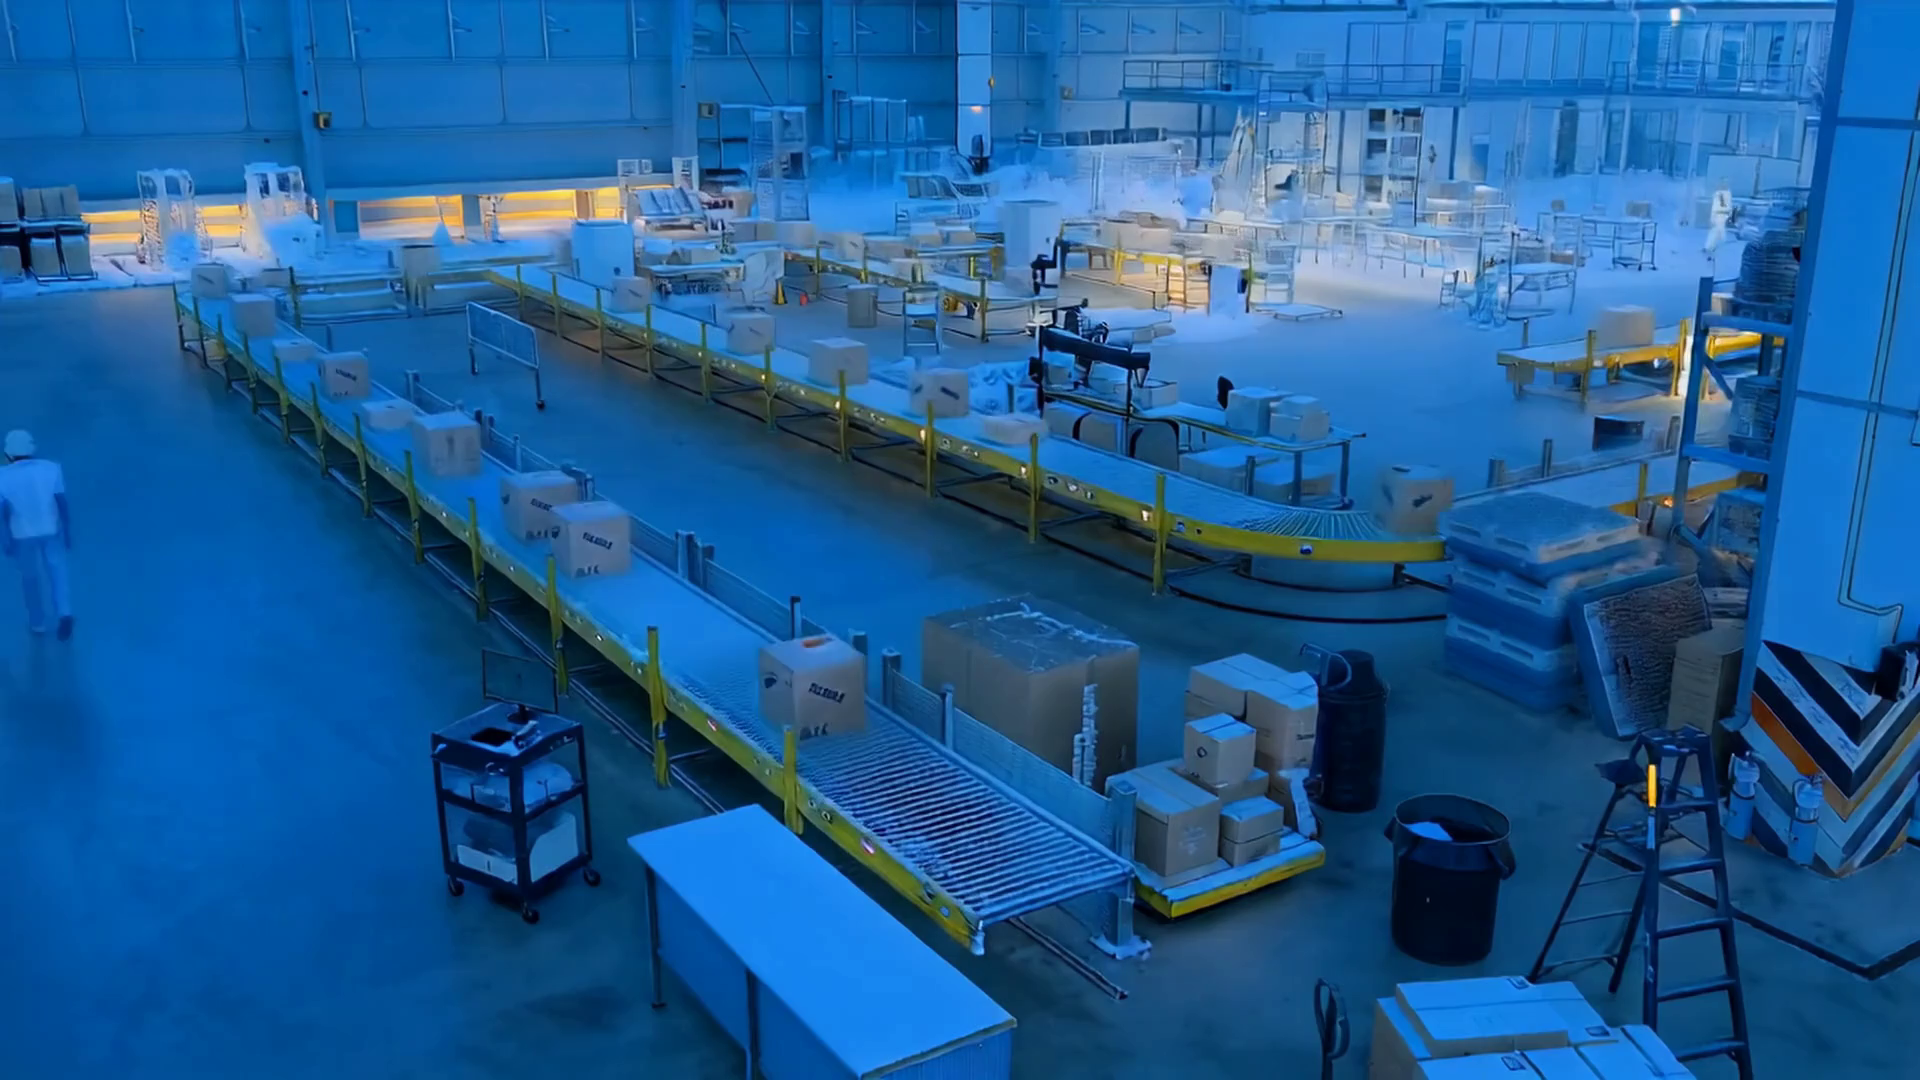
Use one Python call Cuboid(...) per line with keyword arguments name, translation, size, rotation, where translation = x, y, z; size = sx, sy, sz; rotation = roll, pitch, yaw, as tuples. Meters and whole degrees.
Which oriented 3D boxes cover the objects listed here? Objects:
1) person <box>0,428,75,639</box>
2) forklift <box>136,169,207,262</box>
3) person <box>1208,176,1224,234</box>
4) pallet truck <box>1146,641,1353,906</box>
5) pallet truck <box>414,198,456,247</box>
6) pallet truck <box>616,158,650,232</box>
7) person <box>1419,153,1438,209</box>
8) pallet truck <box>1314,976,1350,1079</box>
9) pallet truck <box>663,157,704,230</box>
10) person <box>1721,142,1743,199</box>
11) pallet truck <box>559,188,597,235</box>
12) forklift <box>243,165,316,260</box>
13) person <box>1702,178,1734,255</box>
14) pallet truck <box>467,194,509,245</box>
Cuboid(name="person", translation=(-7.848, -0.034, 14.164), size=(0.574, 1.814, 0.754), rotation=(-12, 21, -36))
Cuboid(name="forklift", translation=(-17.842, -7.318, 37.559), size=(1.157, 1.987, 2.680), rotation=(-10, 20, -31))
Cuboid(name="person", translation=(6.182, -7.814, 39.969), size=(0.445, 1.853, 0.537), rotation=(3, 17, 10))
Cuboid(name="pallet truck", translation=(1.664, 1.407, 10.232), size=(1.630, 1.274, 0.653), rotation=(-10, 20, -31))
Cuboid(name="pallet truck", translation=(-13.250, -8.060, 41.856), size=(0.680, 1.201, 1.601), rotation=(-10, 20, -31))
Cuboid(name="pallet truck", translation=(-8.918, -9.176, 44.255), size=(0.823, 1.965, 1.885), rotation=(-9, 19, -27))
Cuboid(name="person", translation=(14.061, -10.637, 49.566), size=(0.771, 1.740, 0.527), rotation=(13, 21, 37))
Cuboid(name="pallet truck", translation=(2.299, 2.390, 7.086), size=(1.601, 1.201, 0.680), rotation=(-2, 17, -7))
Cuboid(name="pallet truck", translation=(-7.586, -9.308, 44.692), size=(0.823, 1.965, 1.885), rotation=(-11, 20, -33))
Cuboid(name="person", translation=(24.023, -11.409, 51.799), size=(0.593, 1.928, 0.362), rotation=(1, 17, 3))
Cuboid(name="pallet truck", translation=(-10.010, -8.652, 43.699), size=(0.653, 1.274, 1.630), rotation=(-10, 20, -31))
Cuboid(name="forklift", translation=(-15.898, -7.669, 38.708), size=(1.157, 1.987, 2.680), rotation=(-11, 20, -33))
Cuboid(name="person", translation=(18.093, -7.634, 39.401), size=(0.606, 1.829, 0.969), rotation=(-9, 19, -29))
Cuboid(name="pallet truck", translation=(-11.983, -8.177, 42.137), size=(0.704, 1.261, 1.522), rotation=(-11, 20, -33))
